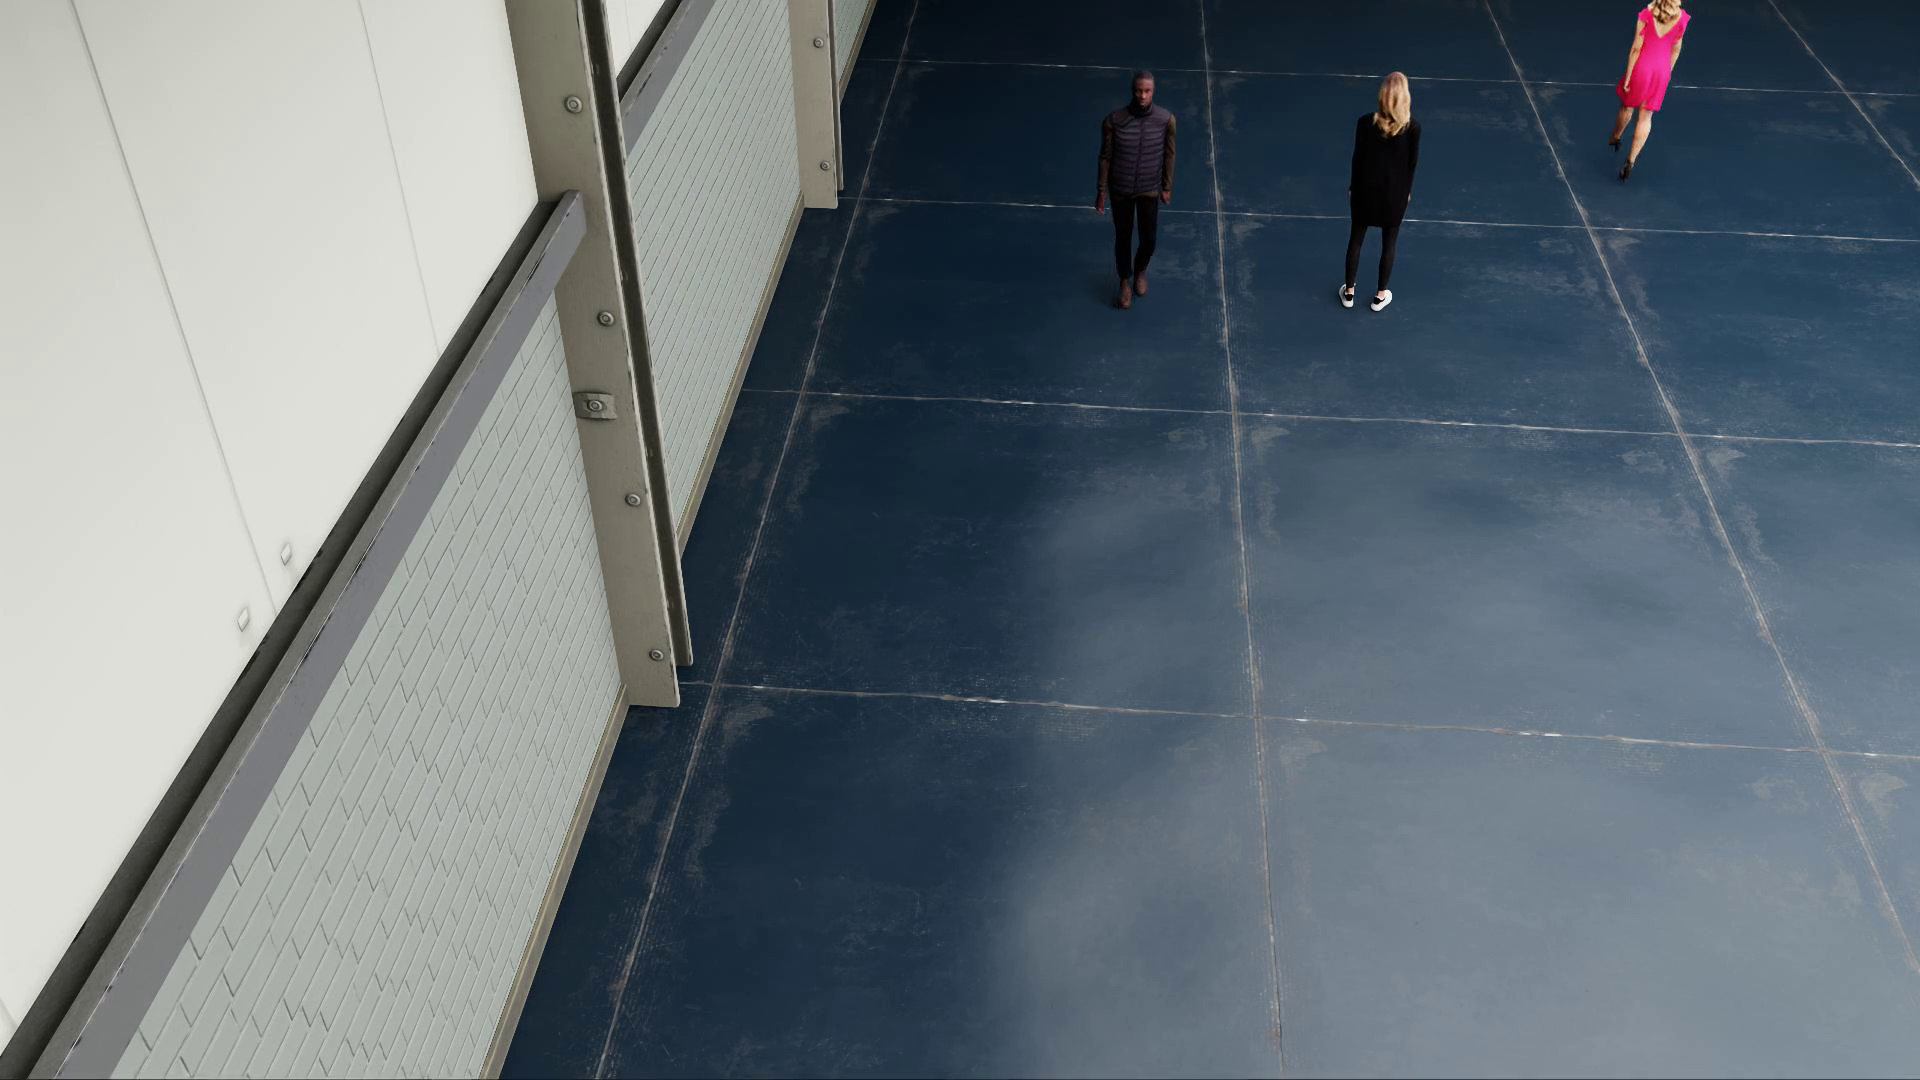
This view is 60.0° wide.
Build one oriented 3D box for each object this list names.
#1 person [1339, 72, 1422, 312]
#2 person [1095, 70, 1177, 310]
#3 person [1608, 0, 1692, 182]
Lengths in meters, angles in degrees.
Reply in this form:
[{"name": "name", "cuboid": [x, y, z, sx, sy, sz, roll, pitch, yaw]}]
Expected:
[{"name": "person", "cuboid": [3.041, -2.509, 12.058, 0.653, 1.804, 0.602, 12, 40, 14]}, {"name": "person", "cuboid": [1.279, -2.584, 12.130, 0.697, 1.832, 0.652, 4, 38, 5]}, {"name": "person", "cuboid": [5.723, -3.805, 13.805, 0.619, 1.693, 0.983, 6, 38, 7]}]
